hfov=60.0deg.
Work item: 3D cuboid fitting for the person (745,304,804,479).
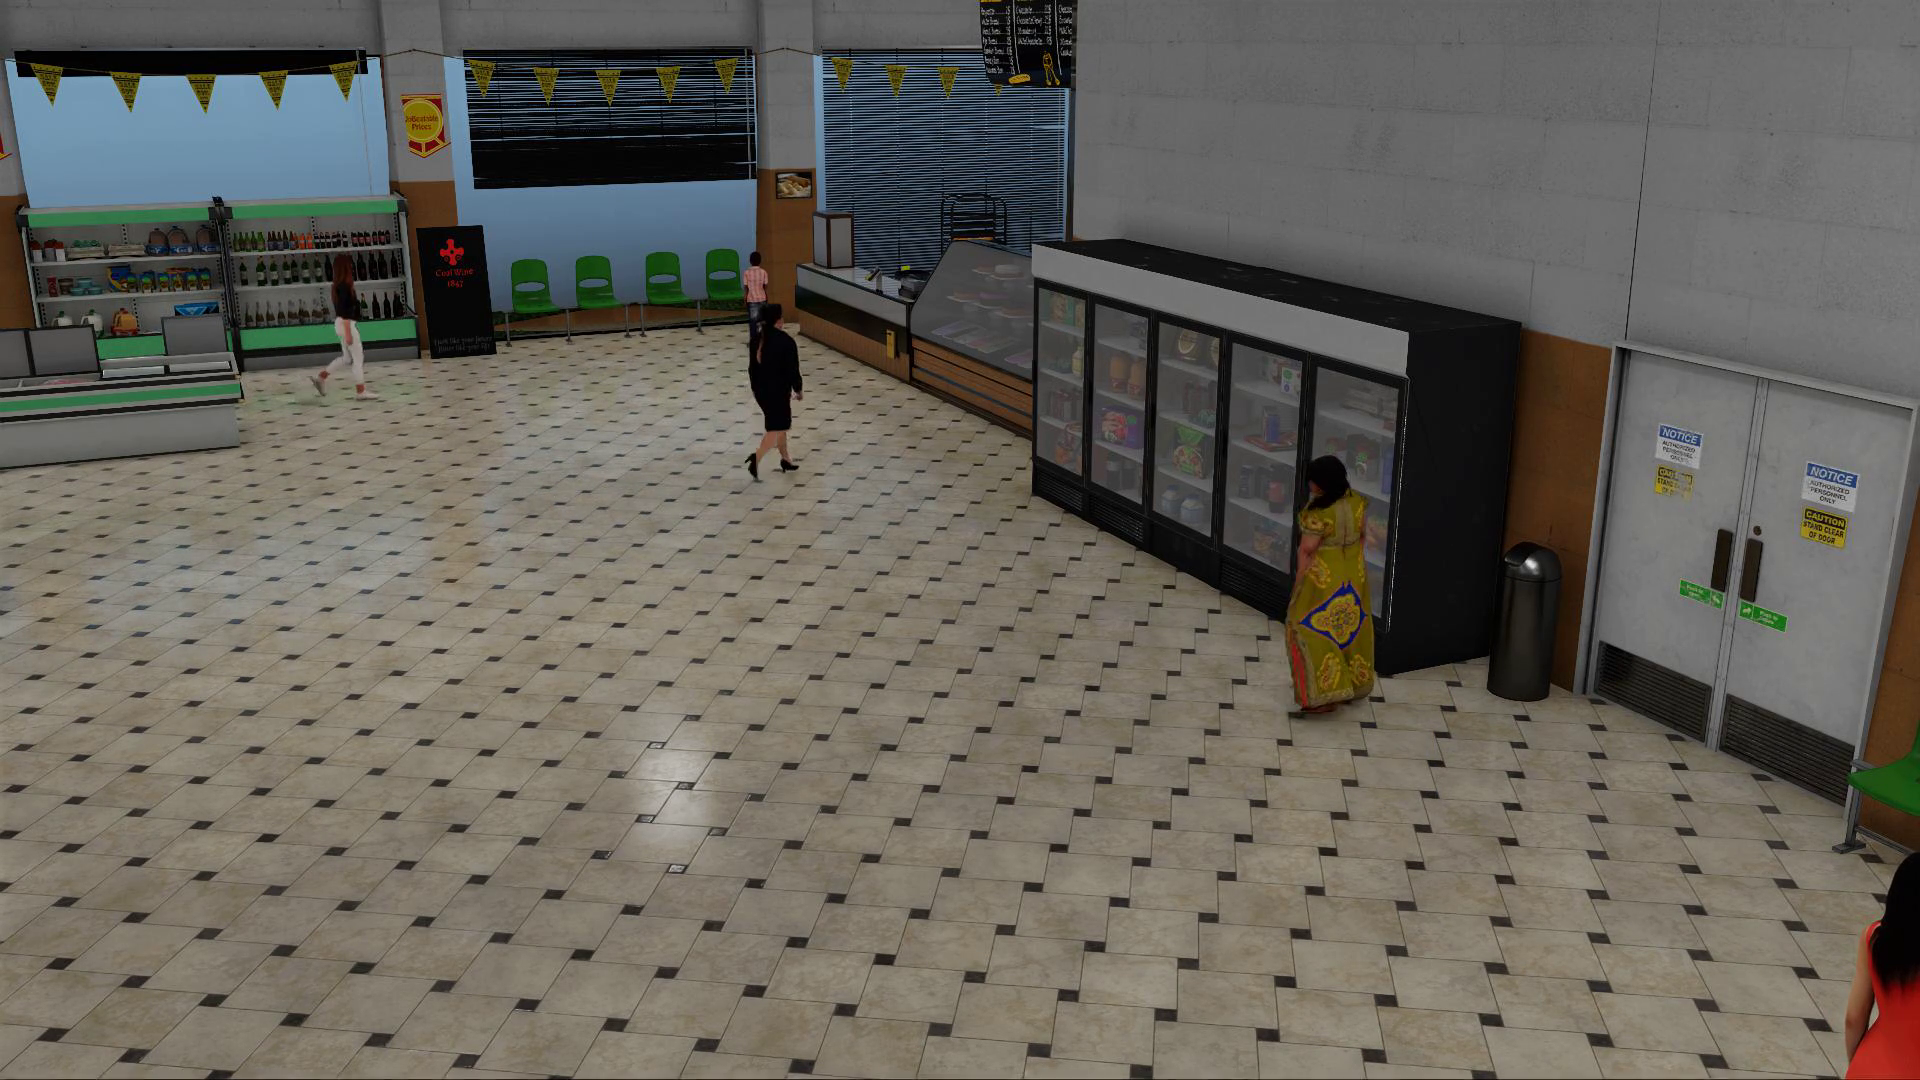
[{"bbox_3d":[-1.782,-1.362,15.660,0.995,1.652,1.158,12,20,33],"label":"person"}]

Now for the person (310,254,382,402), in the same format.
[{"bbox_3d":[-7.103,-2.405,19.037,0.954,1.686,0.603,-8,19,-25],"label":"person"}]

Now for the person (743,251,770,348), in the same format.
[{"bbox_3d":[-2.748,-3.244,22.454,0.443,1.307,0.575,-6,18,-18],"label":"person"}]

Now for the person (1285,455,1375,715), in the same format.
[{"bbox_3d":[2.288,0.272,10.299,0.815,1.641,0.935,-5,17,-15],"label":"person"}]
